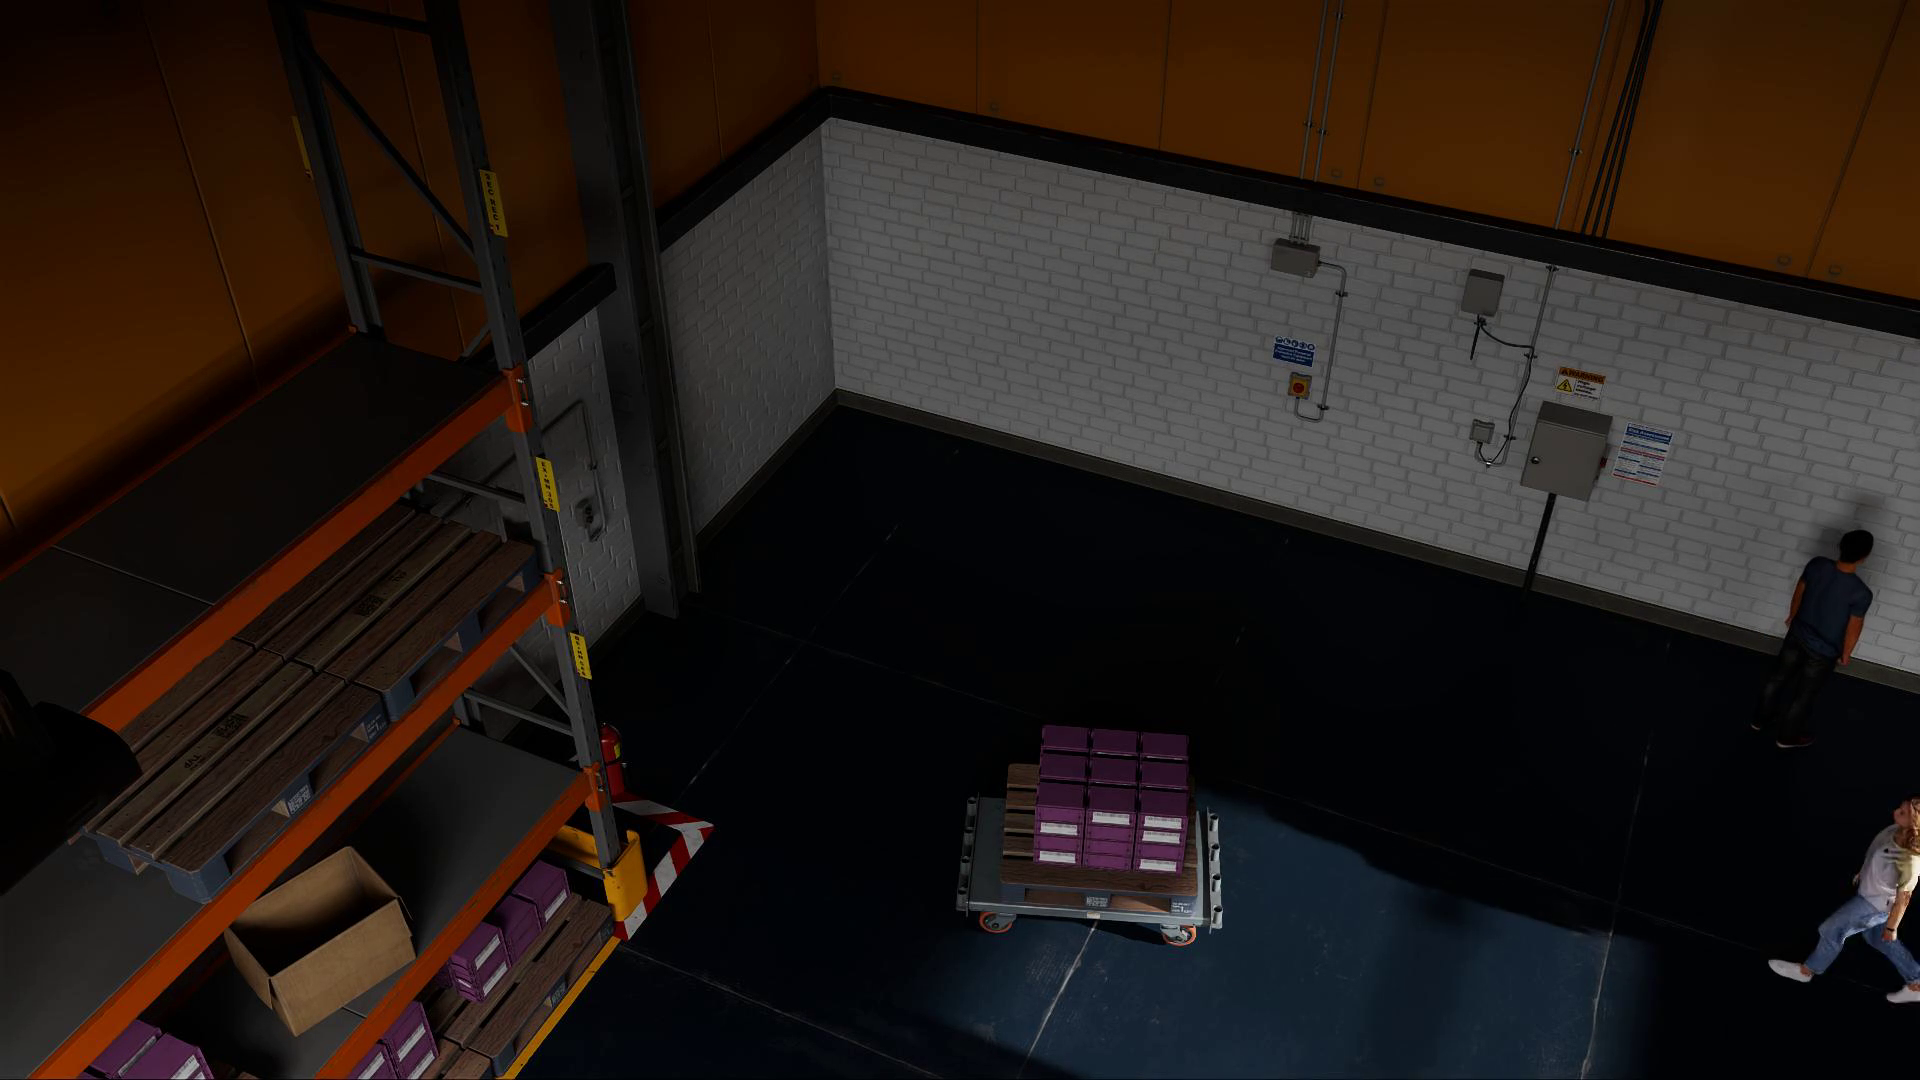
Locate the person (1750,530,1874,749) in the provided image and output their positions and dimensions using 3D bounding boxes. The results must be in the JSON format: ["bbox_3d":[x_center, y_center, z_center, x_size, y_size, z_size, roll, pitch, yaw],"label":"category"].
[{"bbox_3d":[5.867,0.667,11.408,0.747,1.808,0.730,-19,42,-22],"label":"person"}]

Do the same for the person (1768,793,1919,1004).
[{"bbox_3d":[5.446,2.129,9.673,0.690,1.691,1.040,17,42,20],"label":"person"}]
